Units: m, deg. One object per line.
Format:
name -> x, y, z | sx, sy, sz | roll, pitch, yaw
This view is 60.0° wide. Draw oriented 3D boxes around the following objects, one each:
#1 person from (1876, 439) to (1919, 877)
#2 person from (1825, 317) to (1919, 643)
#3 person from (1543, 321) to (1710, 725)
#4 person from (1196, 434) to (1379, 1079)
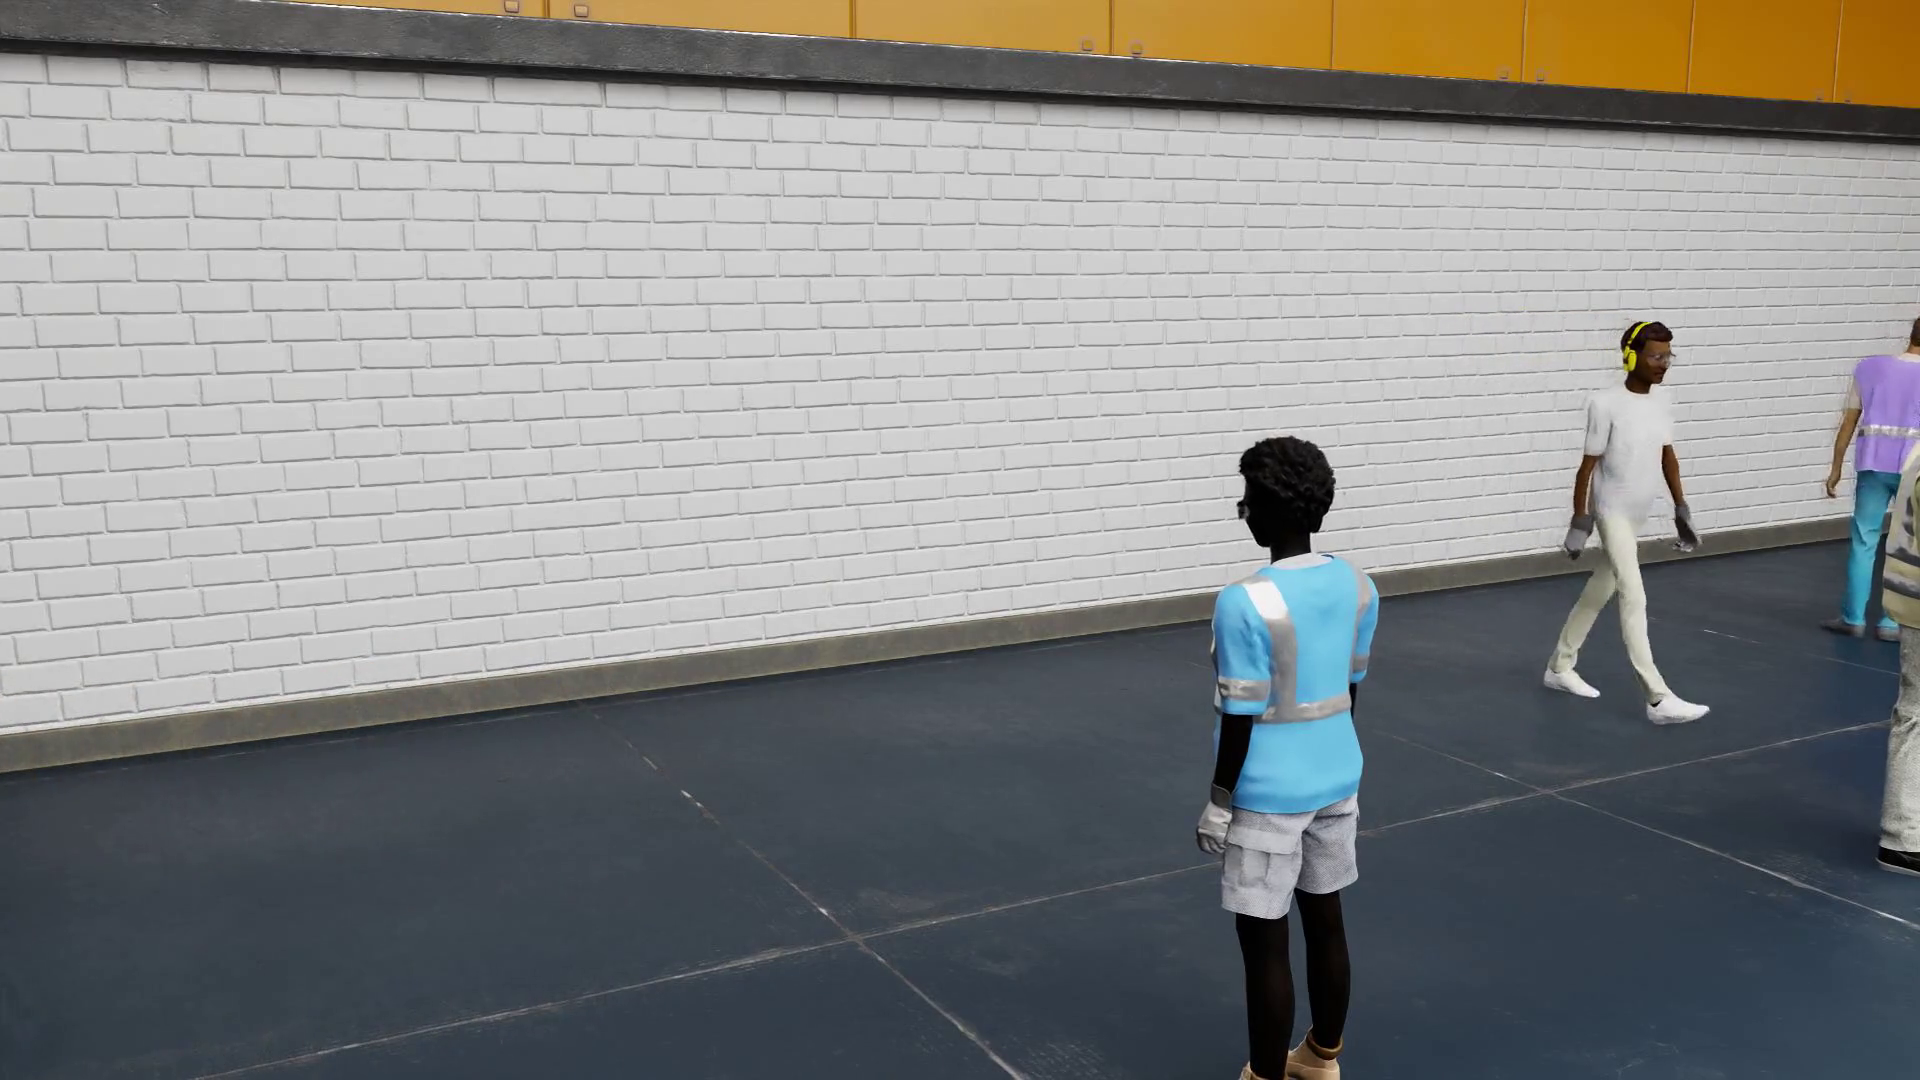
person -> 3.363, 0.246, 5.665 | 0.403, 1.825, 0.591 | 6, 11, 29
person -> 5.054, -0.333, 9.023 | 0.664, 1.816, 0.378 | 9, 13, 42
person -> 3.101, -0.091, 7.663 | 0.521, 1.807, 0.967 | -6, 12, -33
person -> 0.777, 0.595, 4.006 | 0.532, 1.698, 0.319 | -9, 13, -41
